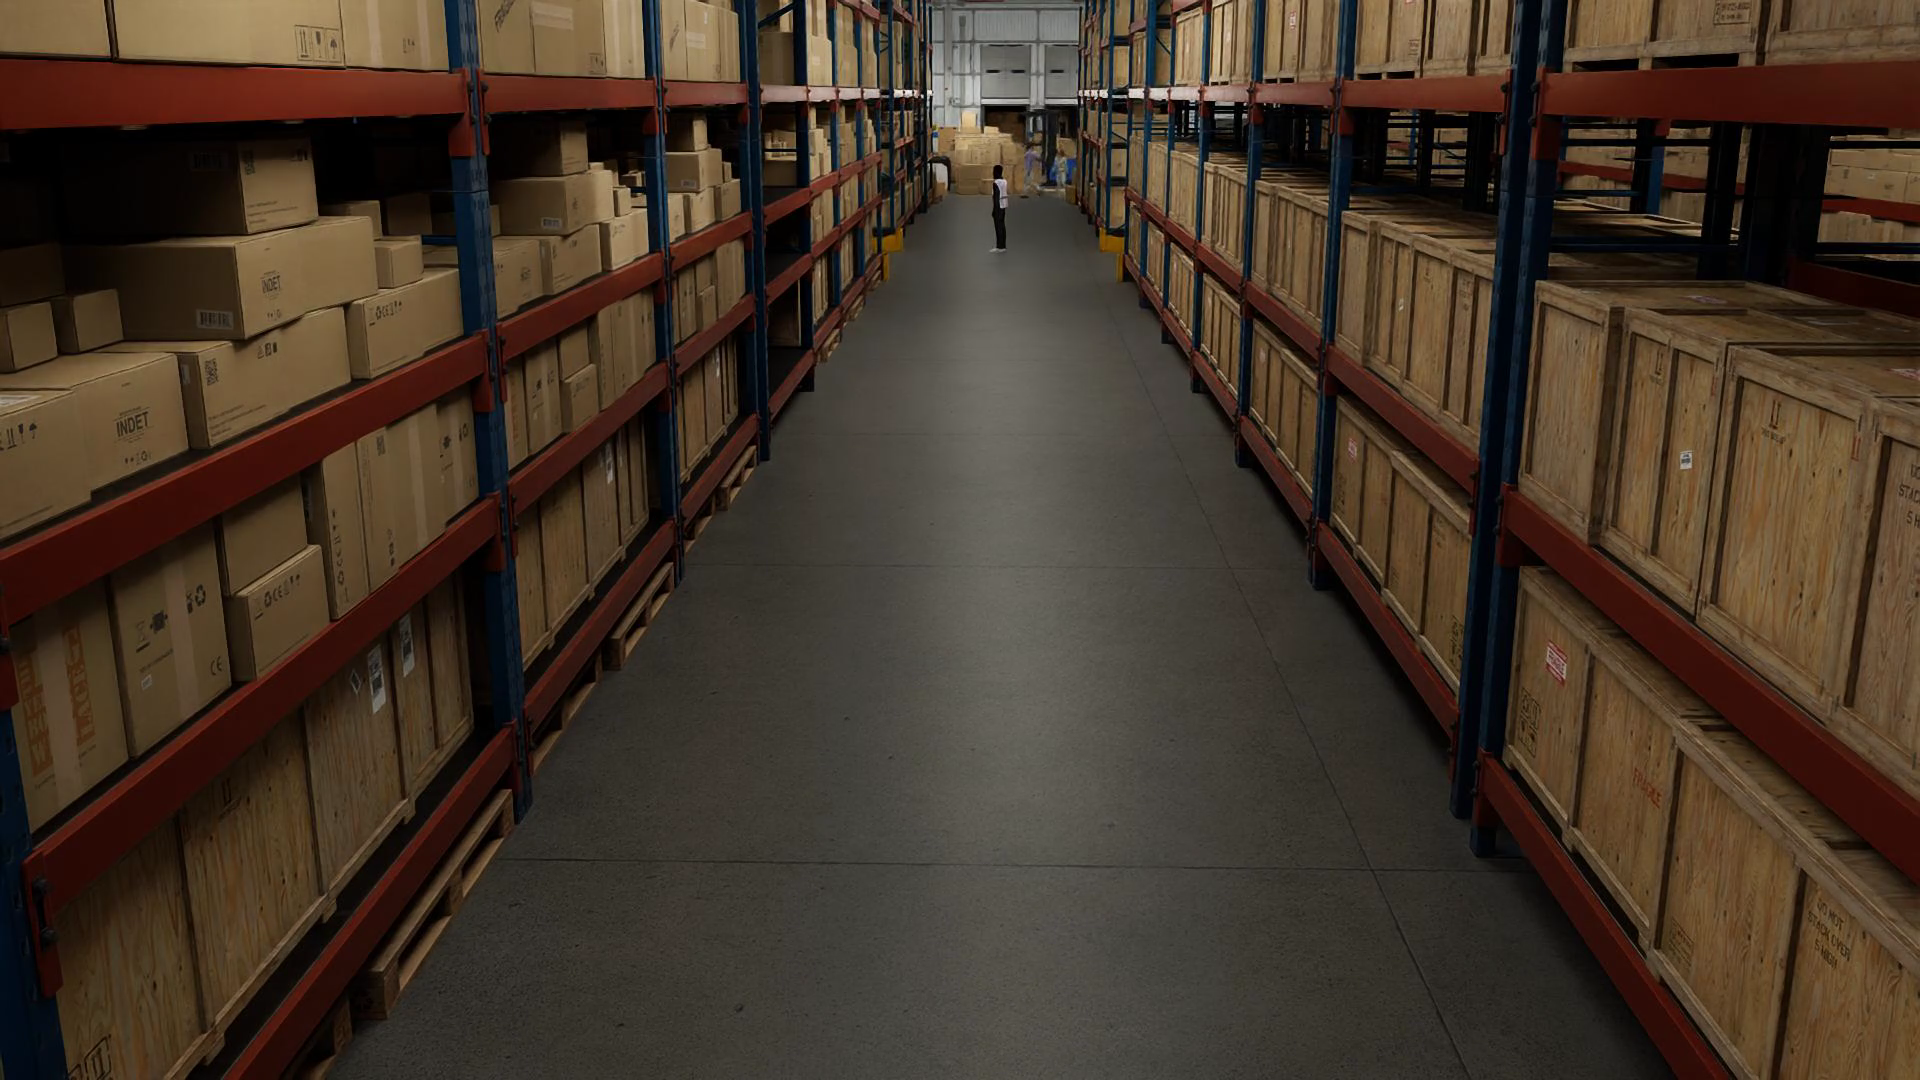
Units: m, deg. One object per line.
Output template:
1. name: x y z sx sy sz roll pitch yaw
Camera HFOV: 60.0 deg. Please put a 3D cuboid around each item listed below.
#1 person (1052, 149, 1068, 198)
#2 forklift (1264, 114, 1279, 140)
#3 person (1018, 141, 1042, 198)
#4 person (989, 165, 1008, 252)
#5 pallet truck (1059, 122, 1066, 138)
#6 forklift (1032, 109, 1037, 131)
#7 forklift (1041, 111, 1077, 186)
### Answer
1. person: 3.410 -12.397 56.332 0.616 1.623 0.409 13 20 40
2. forklift: 11.031 -14.038 60.023 1.129 2.768 1.873 0 15 2
3. person: 2.377 -12.455 55.964 0.738 1.919 0.633 2 15 7
4. person: 0.878 -7.414 37.202 0.377 1.917 0.600 6 16 21
5. pallet truck: 5.788 -21.111 88.014 1.885 1.965 0.823 5 16 18
6. forklift: 3.519 -16.914 70.725 1.129 2.768 1.873 -3 15 -12
7. forklift: 3.469 -14.642 62.270 1.873 2.768 1.129 0 15 1
